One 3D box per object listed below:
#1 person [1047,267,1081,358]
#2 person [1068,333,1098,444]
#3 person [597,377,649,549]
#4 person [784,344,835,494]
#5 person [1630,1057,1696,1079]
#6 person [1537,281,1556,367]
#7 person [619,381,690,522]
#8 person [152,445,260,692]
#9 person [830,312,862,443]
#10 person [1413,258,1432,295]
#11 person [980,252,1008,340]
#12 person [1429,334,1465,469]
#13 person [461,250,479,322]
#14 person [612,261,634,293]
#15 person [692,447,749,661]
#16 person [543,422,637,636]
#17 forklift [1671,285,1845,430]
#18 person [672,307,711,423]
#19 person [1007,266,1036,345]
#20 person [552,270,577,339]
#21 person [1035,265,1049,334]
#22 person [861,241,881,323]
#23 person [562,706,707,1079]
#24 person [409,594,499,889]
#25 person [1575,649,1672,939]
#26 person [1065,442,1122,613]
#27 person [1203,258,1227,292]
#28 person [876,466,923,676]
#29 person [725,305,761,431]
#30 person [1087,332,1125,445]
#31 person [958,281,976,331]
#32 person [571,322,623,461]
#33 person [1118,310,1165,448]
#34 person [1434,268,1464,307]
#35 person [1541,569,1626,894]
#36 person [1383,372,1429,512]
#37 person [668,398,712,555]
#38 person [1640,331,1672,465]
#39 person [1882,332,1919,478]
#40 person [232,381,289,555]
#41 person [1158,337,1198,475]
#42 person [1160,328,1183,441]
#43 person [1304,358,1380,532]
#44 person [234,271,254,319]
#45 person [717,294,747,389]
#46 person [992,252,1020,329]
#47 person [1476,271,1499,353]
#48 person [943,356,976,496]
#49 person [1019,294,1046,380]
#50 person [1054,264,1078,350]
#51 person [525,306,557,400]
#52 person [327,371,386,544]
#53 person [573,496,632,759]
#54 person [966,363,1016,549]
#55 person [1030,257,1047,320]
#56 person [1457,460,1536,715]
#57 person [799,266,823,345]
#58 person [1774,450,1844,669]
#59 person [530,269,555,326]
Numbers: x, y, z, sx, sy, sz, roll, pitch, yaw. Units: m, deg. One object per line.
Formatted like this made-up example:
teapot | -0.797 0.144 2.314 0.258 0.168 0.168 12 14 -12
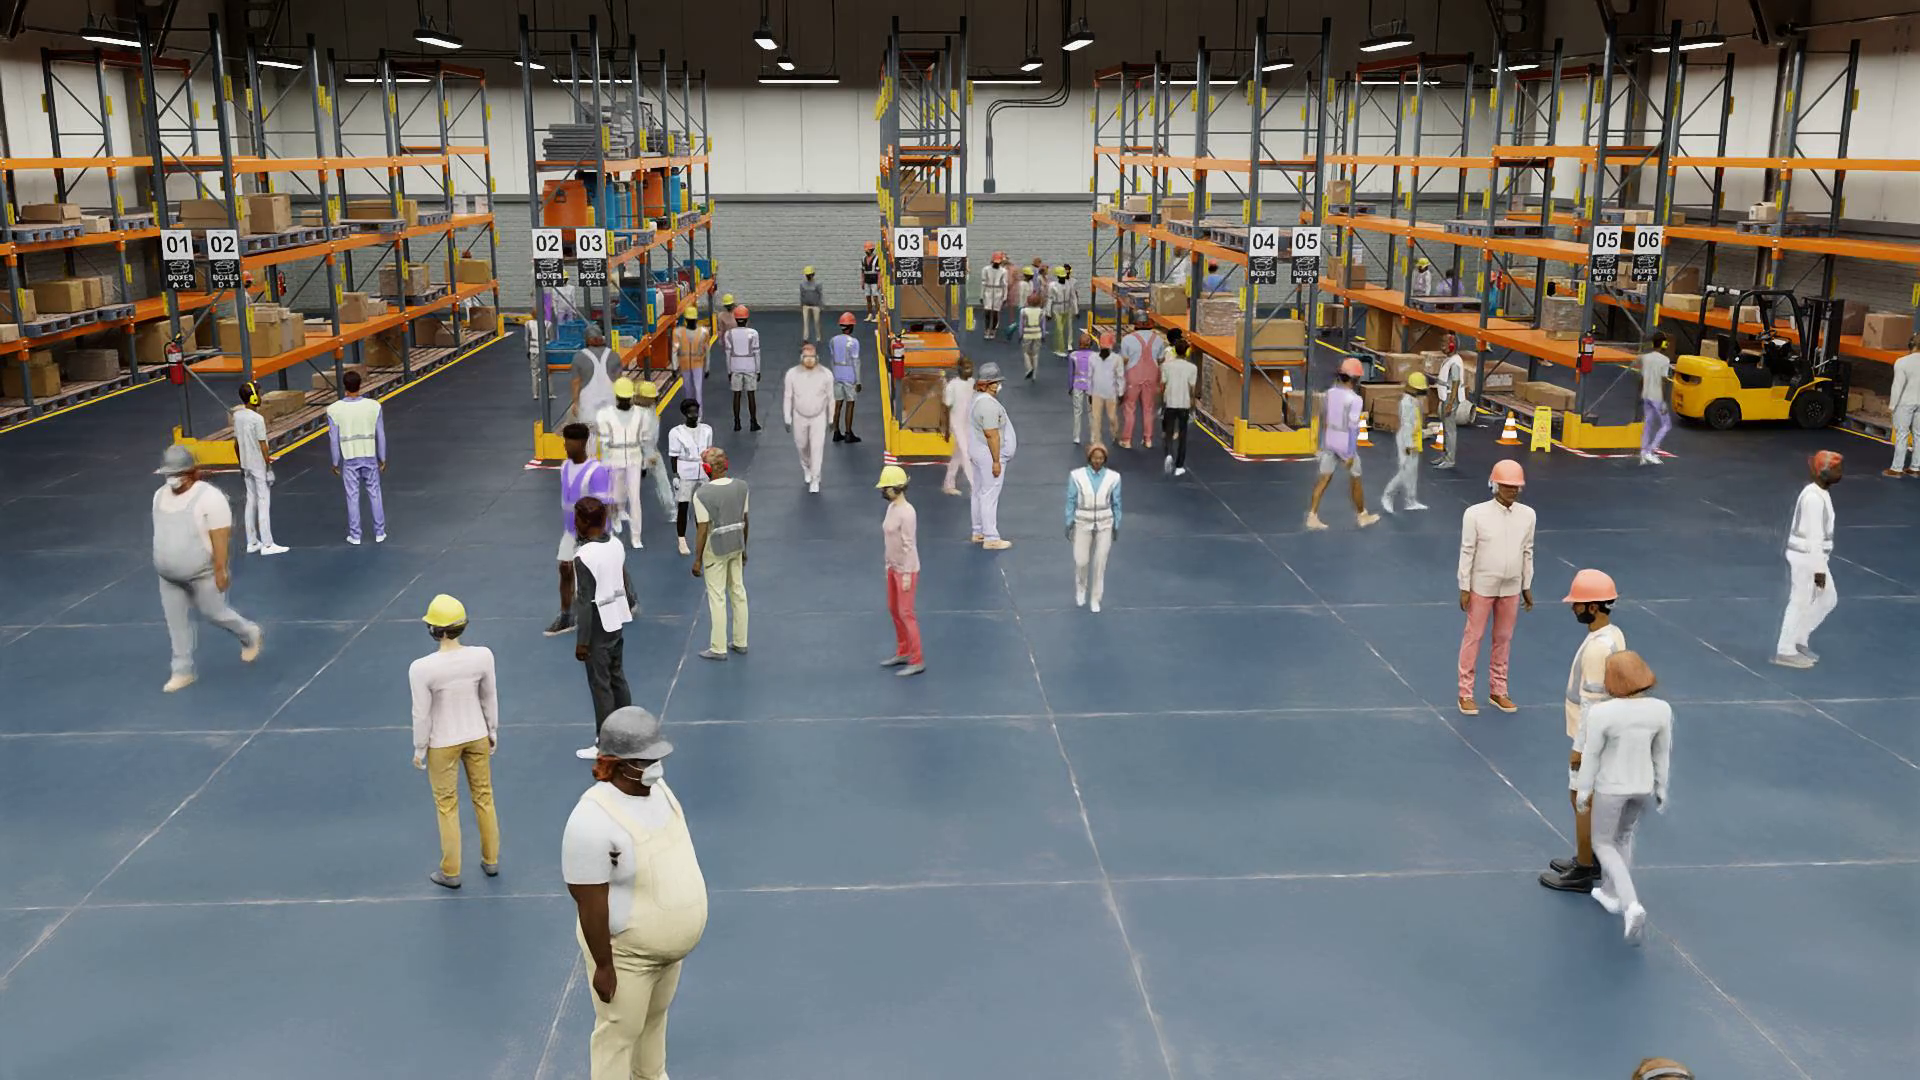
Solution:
person | 2.175 -4.743 34.716 0.610 1.879 0.941 -6 15 -25
person | 1.849 -2.231 24.575 0.513 1.642 0.313 3 14 11
person | -3.725 -0.895 18.401 0.575 1.887 0.852 -5 14 -20
person | -1.924 -1.589 21.334 0.646 1.877 0.879 0 13 1
person | 1.940 2.333 4.816 0.505 1.840 0.346 0 13 1
person | 11.767 -4.327 33.335 0.318 1.697 0.535 1 13 5
person | -3.675 -1.030 19.414 0.969 1.680 0.478 5 14 20
person | -6.212 0.156 13.605 0.689 2.000 0.845 4 14 15
person | -1.674 -2.410 24.717 0.540 1.930 0.387 10 17 37
person | 10.674 -5.591 38.408 0.403 1.827 0.596 0 13 2
person | 0.766 -5.507 37.677 0.635 1.999 0.901 1 13 3
person | 6.678 -1.882 22.671 0.389 1.839 0.563 2 13 9
person | -11.941 -6.109 40.480 0.337 1.884 0.583 9 16 34
person | -8.030 -5.829 39.659 0.572 1.719 0.859 0 13 1
person | -2.025 0.123 14.180 0.388 1.838 0.564 12 18 41
person | -3.365 -0.135 15.101 0.616 1.927 0.978 10 17 36
forklift | 12.503 -2.886 26.166 2.313 2.155 1.214 -1 13 -3
person | -4.236 -2.749 26.282 0.591 1.878 1.005 -1 13 -3
person | 1.401 -5.213 36.992 0.658 1.740 0.545 9 16 33
person | -8.429 -4.875 35.510 0.525 1.769 0.316 -11 17 -39
person | 1.924 -5.643 39.060 0.313 1.633 0.521 8 16 31
person | -2.242 -6.456 41.655 0.612 2.030 0.408 10 16 35
person | -1.343 1.684 7.134 0.535 2.000 0.674 4 14 18
person | -2.985 1.183 9.840 0.533 1.770 0.307 -11 17 -40
person | 3.707 1.396 9.261 0.513 1.605 0.693 -2 13 -8
person | 1.252 -0.117 15.638 0.540 1.620 0.371 0 13 0
person | 5.421 -5.013 35.586 0.610 2.020 0.781 -2 13 -7
person | -0.515 0.247 13.844 0.342 1.756 0.532 -5 14 -21
person | -3.342 -2.644 25.681 0.545 1.943 0.347 1 13 3
person | 2.120 -2.163 24.112 0.574 1.731 0.756 4 14 16
person | 0.076 -5.775 39.653 0.642 1.607 0.513 5 14 21
person | -4.902 -1.918 22.394 0.688 2.000 0.536 -7 15 -29
person | 2.614 -2.363 24.278 0.686 2.000 0.535 -4 14 -18
person | 10.306 -4.876 35.395 0.648 1.814 0.687 -5 14 -21
person | 3.685 1.117 9.789 0.384 1.925 0.551 7 15 26
person | 5.371 -1.179 19.961 0.432 1.717 0.565 9 16 34
person | -2.880 -0.691 17.934 0.538 1.696 0.317 -10 17 -38
person | 9.581 -1.939 22.869 0.420 1.855 0.570 -5 14 -19
person | 12.589 -1.780 22.029 0.628 1.940 0.373 -2 13 -8
person | -7.566 -0.773 17.907 0.532 1.870 0.319 8 15 30
person | 2.903 -1.770 22.159 0.538 1.856 0.452 4 14 16
person | 3.161 -2.338 24.928 0.319 1.690 0.540 2 13 10
person | 4.368 -1.081 18.969 1.048 1.987 0.630 -8 15 -30
person | -13.812 -4.204 32.208 0.398 1.990 0.619 -7 15 -28
person | -4.119 -3.594 30.126 0.548 1.737 0.498 -1 13 -4
person | 1.075 -6.015 40.157 0.758 1.872 0.592 -4 14 -16
person | 11.227 -4.837 35.373 0.563 1.752 0.325 -7 15 -28
person | 0.106 -1.384 20.640 0.953 1.793 0.535 11 17 40
person | 1.357 -3.819 31.333 0.538 1.623 0.382 -2 13 -10
person | 2.289 -5.034 35.956 0.521 1.874 0.328 3 14 12
person | -7.288 -3.252 28.903 0.523 1.638 0.311 1 13 3
person | -6.640 -0.907 18.371 0.592 1.920 0.392 -7 15 -27
person | -2.554 0.628 11.900 0.391 1.911 0.584 3 14 12
person | 0.349 -0.935 18.227 0.537 2.000 0.682 -4 14 -18
person | 1.900 -6.325 41.987 0.745 1.606 0.509 -8 15 -29
person | 4.135 0.361 12.830 0.610 1.997 0.375 -2 13 -9
person | -3.309 -5.191 36.857 0.533 1.767 0.336 3 14 11
person | 7.133 0.179 13.897 0.478 1.867 0.582 9 16 34
person | -10.238 -6.103 40.866 0.640 1.685 0.745 -1 13 -6
